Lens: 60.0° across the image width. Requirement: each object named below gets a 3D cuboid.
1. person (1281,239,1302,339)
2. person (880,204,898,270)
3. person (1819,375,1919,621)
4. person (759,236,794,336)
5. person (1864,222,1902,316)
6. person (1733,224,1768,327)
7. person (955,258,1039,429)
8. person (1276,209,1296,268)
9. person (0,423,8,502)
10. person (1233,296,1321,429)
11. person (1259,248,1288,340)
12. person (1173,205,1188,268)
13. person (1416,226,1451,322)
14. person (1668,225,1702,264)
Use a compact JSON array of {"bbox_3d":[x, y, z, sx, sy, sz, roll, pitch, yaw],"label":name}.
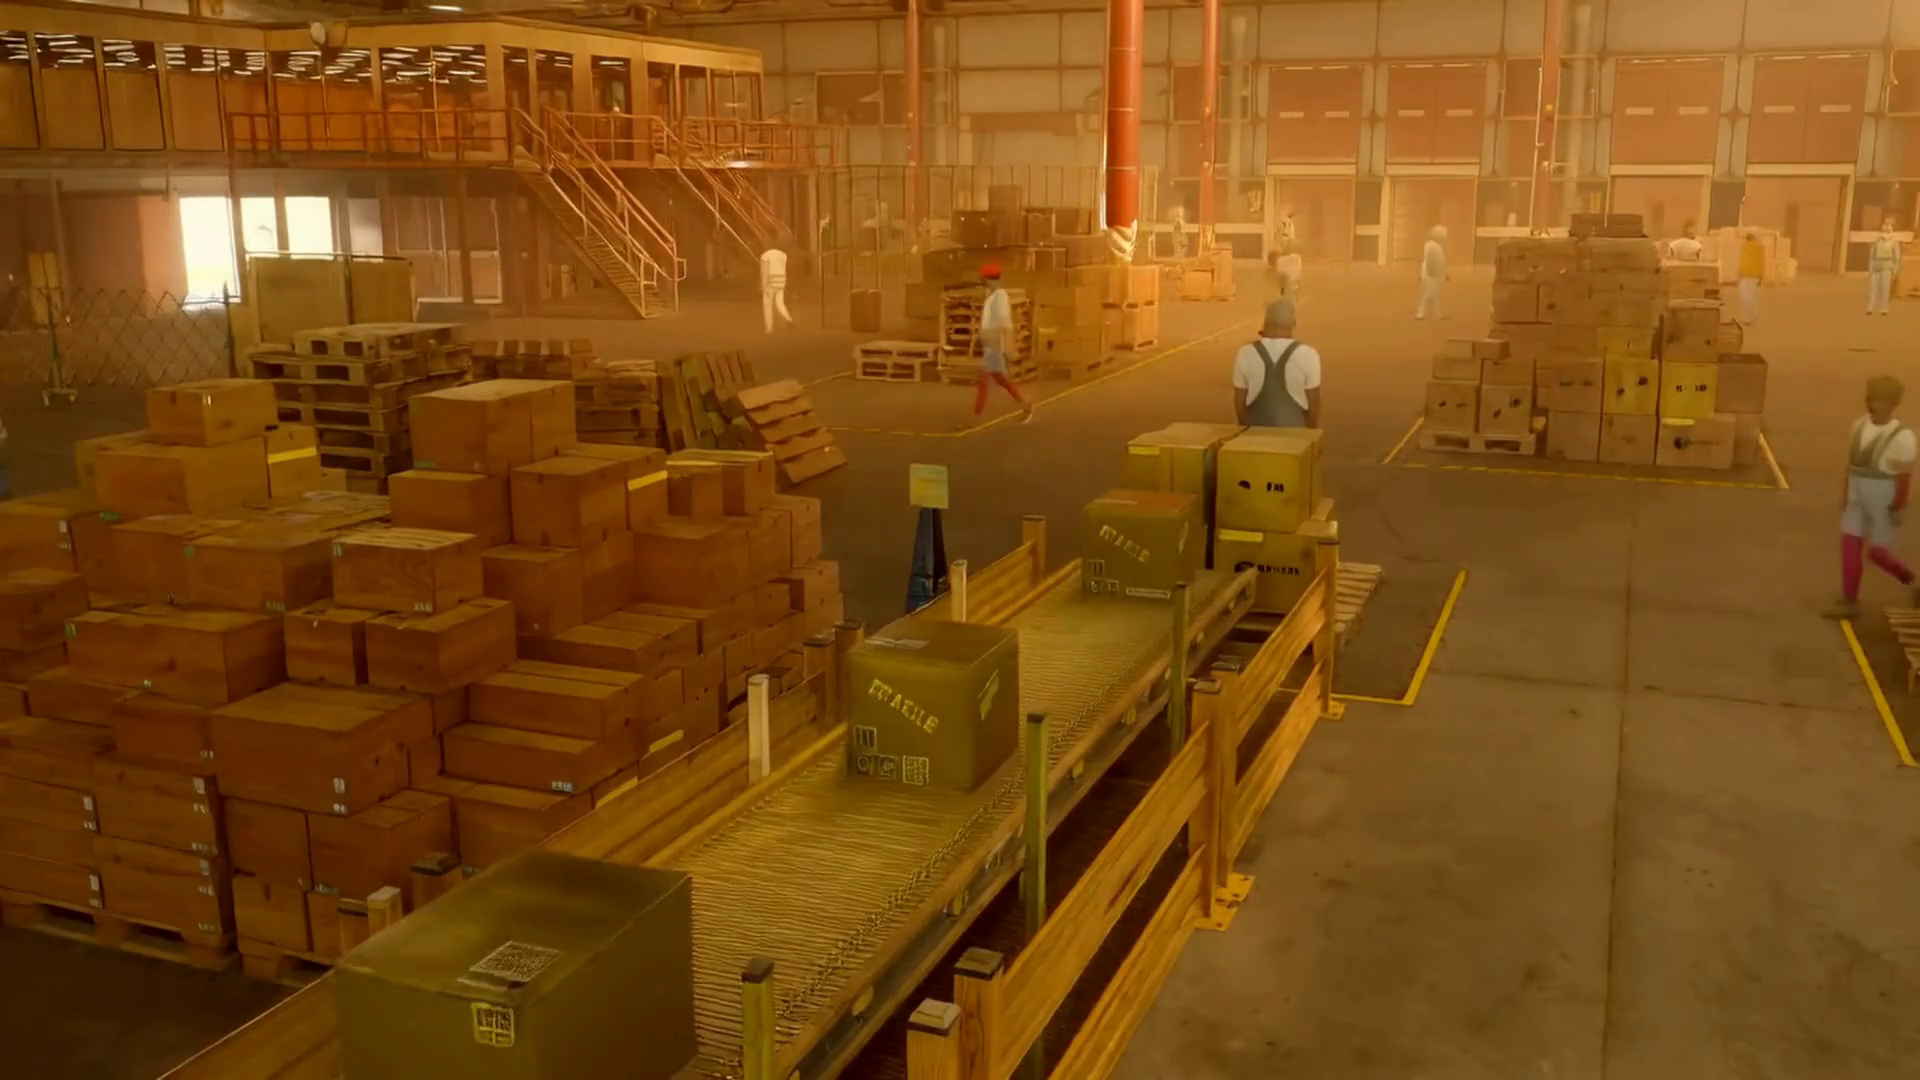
[{"bbox_3d":[5.604,-4.199,28.375,0.429,1.844,0.625,4,13,18],"label":"person"},{"bbox_3d":[-2.254,-9.136,50.197,0.568,1.982,0.639,-5,14,-23],"label":"person"},{"bbox_3d":[6.146,-0.264,11.091,0.583,1.681,0.540,-2,13,-10],"label":"person"},{"bbox_3d":[-3.363,-4.616,30.279,0.627,1.827,0.630,-10,16,-39],"label":"person"},{"bbox_3d":[19.159,-5.617,34.537,0.587,1.927,0.365,11,16,40],"label":"person"},{"bbox_3d":[15.161,-5.062,31.946,0.440,1.978,0.626,-3,13,-13],"label":"person"},{"bbox_3d":[0.469,-2.301,19.515,1.002,2.011,0.627,-3,13,-13],"label":"person"},{"bbox_3d":[9.036,-8.161,45.942,0.654,1.924,0.555,-5,13,-20],"label":"person"},{"bbox_3d":[-5.111,0.156,8.859,0.545,1.825,0.926,5,14,21],"label":"person"},{"bbox_3d":[2.514,-0.909,13.161,0.683,2.000,0.538,4,13,19],"label":"person"},{"bbox_3d":[4.865,-3.556,25.523,0.880,1.837,0.515,-9,16,-36],"label":"person"},{"bbox_3d":[6.827,-9.370,51.398,0.594,1.913,0.450,-9,15,-35],"label":"person"},{"bbox_3d":[9.506,-5.287,33.143,0.890,1.891,0.598,11,16,39],"label":"person"},{"bbox_3d":[14.160,-5.179,32.545,0.635,1.937,0.354,10,16,38],"label":"person"}]
